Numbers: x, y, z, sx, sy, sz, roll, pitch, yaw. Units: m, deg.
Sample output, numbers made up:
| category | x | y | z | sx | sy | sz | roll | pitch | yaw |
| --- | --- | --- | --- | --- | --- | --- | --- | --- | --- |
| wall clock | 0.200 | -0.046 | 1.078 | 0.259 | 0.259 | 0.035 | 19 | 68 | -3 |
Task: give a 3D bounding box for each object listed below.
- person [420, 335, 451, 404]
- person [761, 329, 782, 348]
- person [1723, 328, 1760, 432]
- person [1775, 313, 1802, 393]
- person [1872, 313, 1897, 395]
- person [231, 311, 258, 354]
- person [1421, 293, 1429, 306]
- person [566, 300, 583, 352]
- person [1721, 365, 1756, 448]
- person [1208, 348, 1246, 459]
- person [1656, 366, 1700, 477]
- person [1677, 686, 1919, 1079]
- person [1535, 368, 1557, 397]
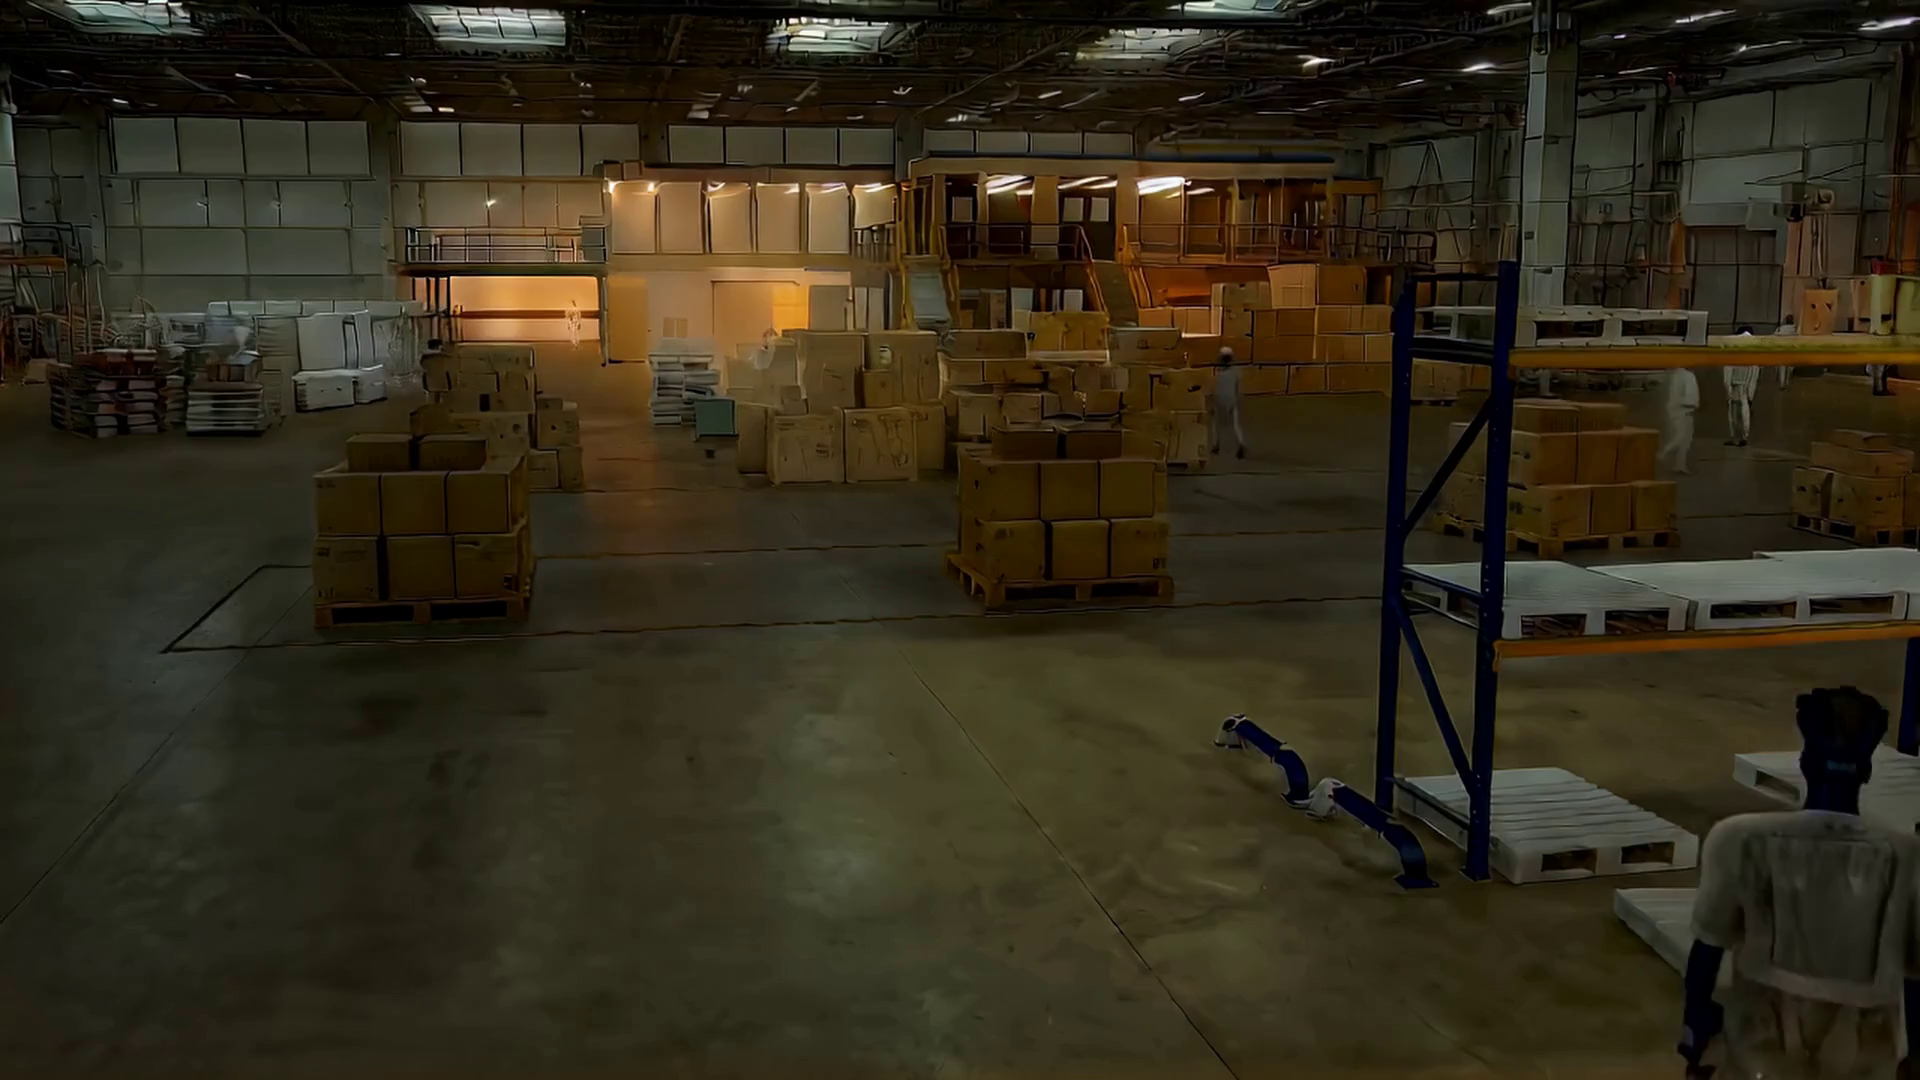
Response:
| category | x | y | z | sx | sy | sz | roll | pitch | yaw |
| --- | --- | --- | --- | --- | --- | --- | --- | --- | --- |
| person | -8.824 | -2.514 | 28.036 | 0.532 | 1.866 | 0.319 | -6 | 11 | -35 |
| person | -3.052 | -2.445 | 27.210 | 0.374 | 1.997 | 0.613 | 0 | 9 | -2 |
| person | 14.342 | -2.946 | 30.548 | 0.635 | 1.914 | 0.912 | 5 | 10 | 27 |
| person | 20.002 | -4.518 | 40.172 | 0.640 | 1.887 | 1.037 | 6 | 11 | 34 |
| person | 21.826 | -4.383 | 39.215 | 0.369 | 1.933 | 0.551 | -3 | 10 | -19 |
| person | -16.053 | -4.140 | 37.438 | 0.642 | 2.028 | 0.424 | 1 | 9 | 6 |
| person | 18.109 | -8.622 | 64.866 | 0.379 | 1.996 | 0.609 | 4 | 10 | 23 |
| person | -13.747 | -7.648 | 59.408 | 0.583 | 1.836 | 0.968 | -3 | 10 | -17 |
| person | 12.998 | -2.400 | 27.733 | 0.311 | 1.736 | 0.483 | -3 | 10 | -18 |
| person | 4.228 | -2.147 | 26.192 | 0.530 | 1.740 | 0.811 | -4 | 10 | -23 |
| person | 10.312 | -1.805 | 23.847 | 0.520 | 1.829 | 0.632 | 8 | 12 | 40 |
| person | 2.248 | 1.334 | 4.414 | 0.616 | 1.927 | 0.978 | 4 | 10 | 24 |
| person | 13.566 | -4.240 | 38.420 | 0.445 | 1.915 | 0.588 | -2 | 9 | -10 |
